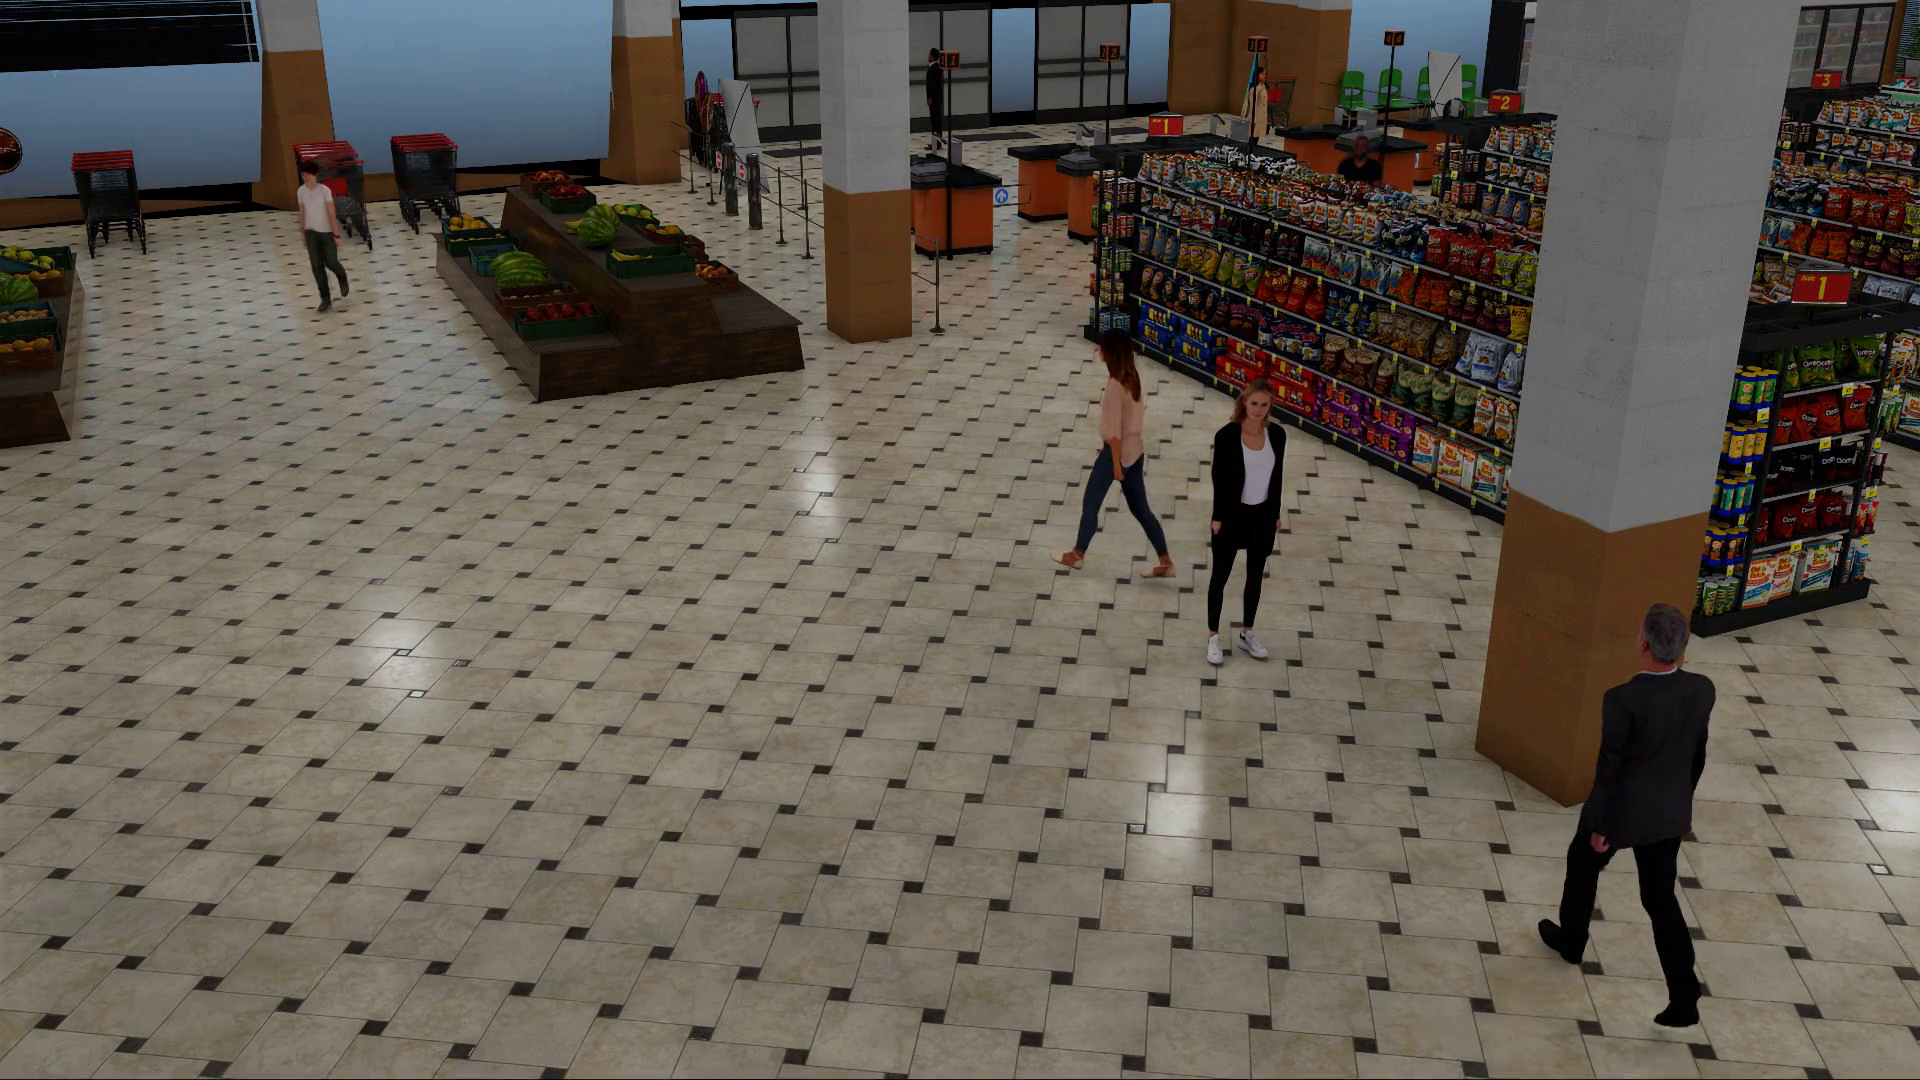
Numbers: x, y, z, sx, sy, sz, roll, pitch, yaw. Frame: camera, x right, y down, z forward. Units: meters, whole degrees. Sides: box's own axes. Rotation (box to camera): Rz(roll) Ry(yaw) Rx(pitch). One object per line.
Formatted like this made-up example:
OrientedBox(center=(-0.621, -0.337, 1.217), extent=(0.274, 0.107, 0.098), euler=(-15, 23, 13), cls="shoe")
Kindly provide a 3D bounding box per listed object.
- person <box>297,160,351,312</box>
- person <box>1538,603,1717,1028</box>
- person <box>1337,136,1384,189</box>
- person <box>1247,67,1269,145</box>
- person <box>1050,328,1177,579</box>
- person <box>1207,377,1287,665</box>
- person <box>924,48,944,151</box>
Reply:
OrientedBox(center=(-7.074, -3.396, 18.492), extent=(0.821, 1.638, 0.999), euler=(1, 22, 2), cls="person")
OrientedBox(center=(2.862, 1.175, 6.902), extent=(0.893, 1.798, 1.256), euler=(-4, 22, -11), cls="person")
OrientedBox(center=(4.558, -3.717, 19.081), extent=(1.110, 1.794, 1.171), euler=(8, 23, 18), cls="person")
OrientedBox(center=(4.765, -6.763, 26.812), extent=(0.739, 1.682, 0.719), euler=(11, 25, 26), cls="person")
OrientedBox(center=(1.174, -0.531, 11.219), extent=(1.207, 1.744, 1.018), euler=(12, 25, 28), cls="person")
OrientedBox(center=(1.729, -0.124, 10.125), extent=(0.645, 1.804, 0.585), euler=(-5, 22, -13), cls="person")
OrientedBox(center=(-0.438, -7.734, 29.169), extent=(0.769, 1.727, 0.684), euler=(5, 23, 13), cls="person")
